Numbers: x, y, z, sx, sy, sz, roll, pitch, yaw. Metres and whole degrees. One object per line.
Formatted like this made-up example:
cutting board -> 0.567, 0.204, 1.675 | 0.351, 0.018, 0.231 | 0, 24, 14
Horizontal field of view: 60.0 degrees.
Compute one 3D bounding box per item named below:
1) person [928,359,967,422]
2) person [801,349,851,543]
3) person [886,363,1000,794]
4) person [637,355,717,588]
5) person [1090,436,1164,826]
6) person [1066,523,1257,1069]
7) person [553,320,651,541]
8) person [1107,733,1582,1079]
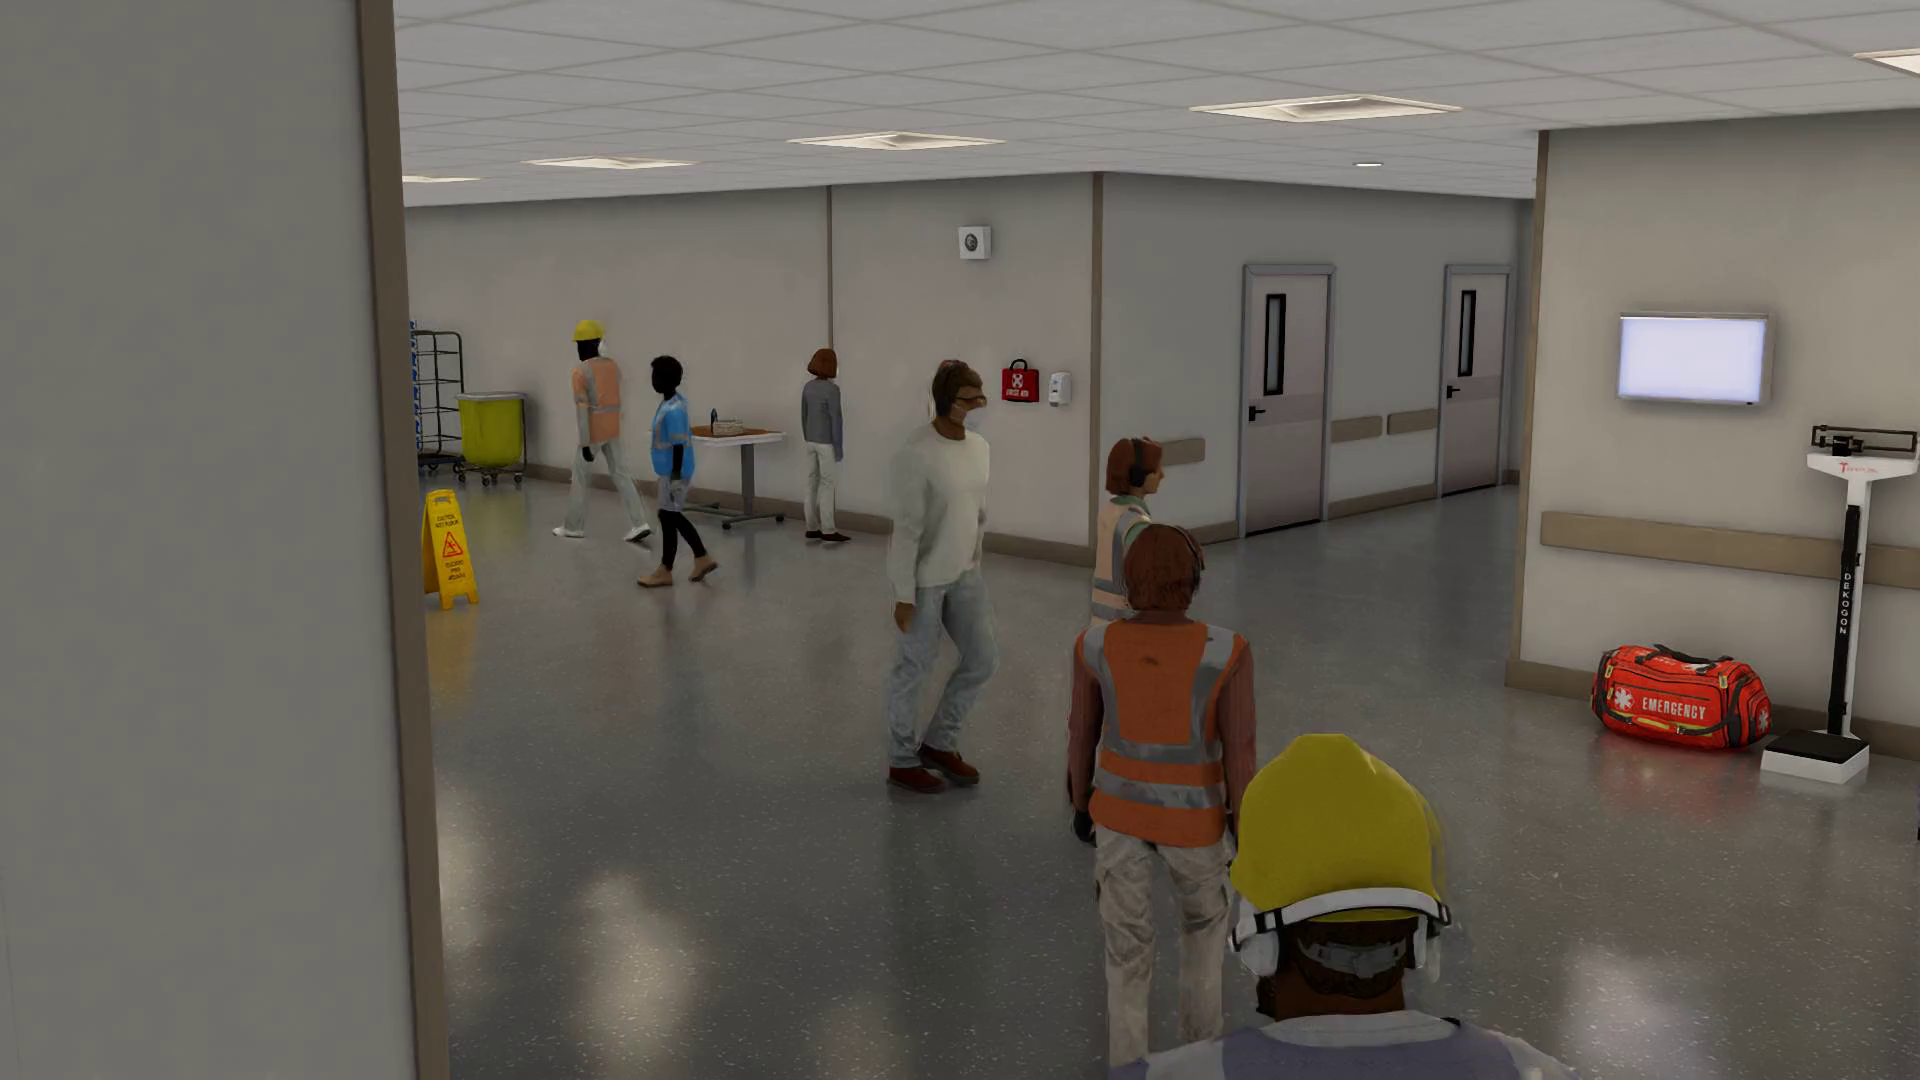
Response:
person -> -0.091, -0.533, 12.438 | 0.318, 1.628, 0.509 | -5, 10, -26
person -> -1.149, -0.796, 14.041 | 0.287, 1.631, 0.501 | -8, 12, -39
person -> -0.104, 0.184, 7.230 | 0.527, 1.905, 0.633 | 8, 12, 40
person -> -2.063, -0.492, 12.027 | 0.487, 1.701, 0.573 | -2, 10, -13
person -> 0.677, 0.403, 6.668 | 0.309, 1.640, 0.517 | -2, 9, -12
person -> 0.565, 0.753, 4.563 | 0.551, 1.609, 0.656 | 3, 10, 20
person -> -3.031, -0.919, 14.062 | 1.000, 1.881, 0.587 | 6, 11, 34
person -> 0.403, 1.107, 1.927 | 0.596, 1.772, 0.930 | -2, 9, -12
